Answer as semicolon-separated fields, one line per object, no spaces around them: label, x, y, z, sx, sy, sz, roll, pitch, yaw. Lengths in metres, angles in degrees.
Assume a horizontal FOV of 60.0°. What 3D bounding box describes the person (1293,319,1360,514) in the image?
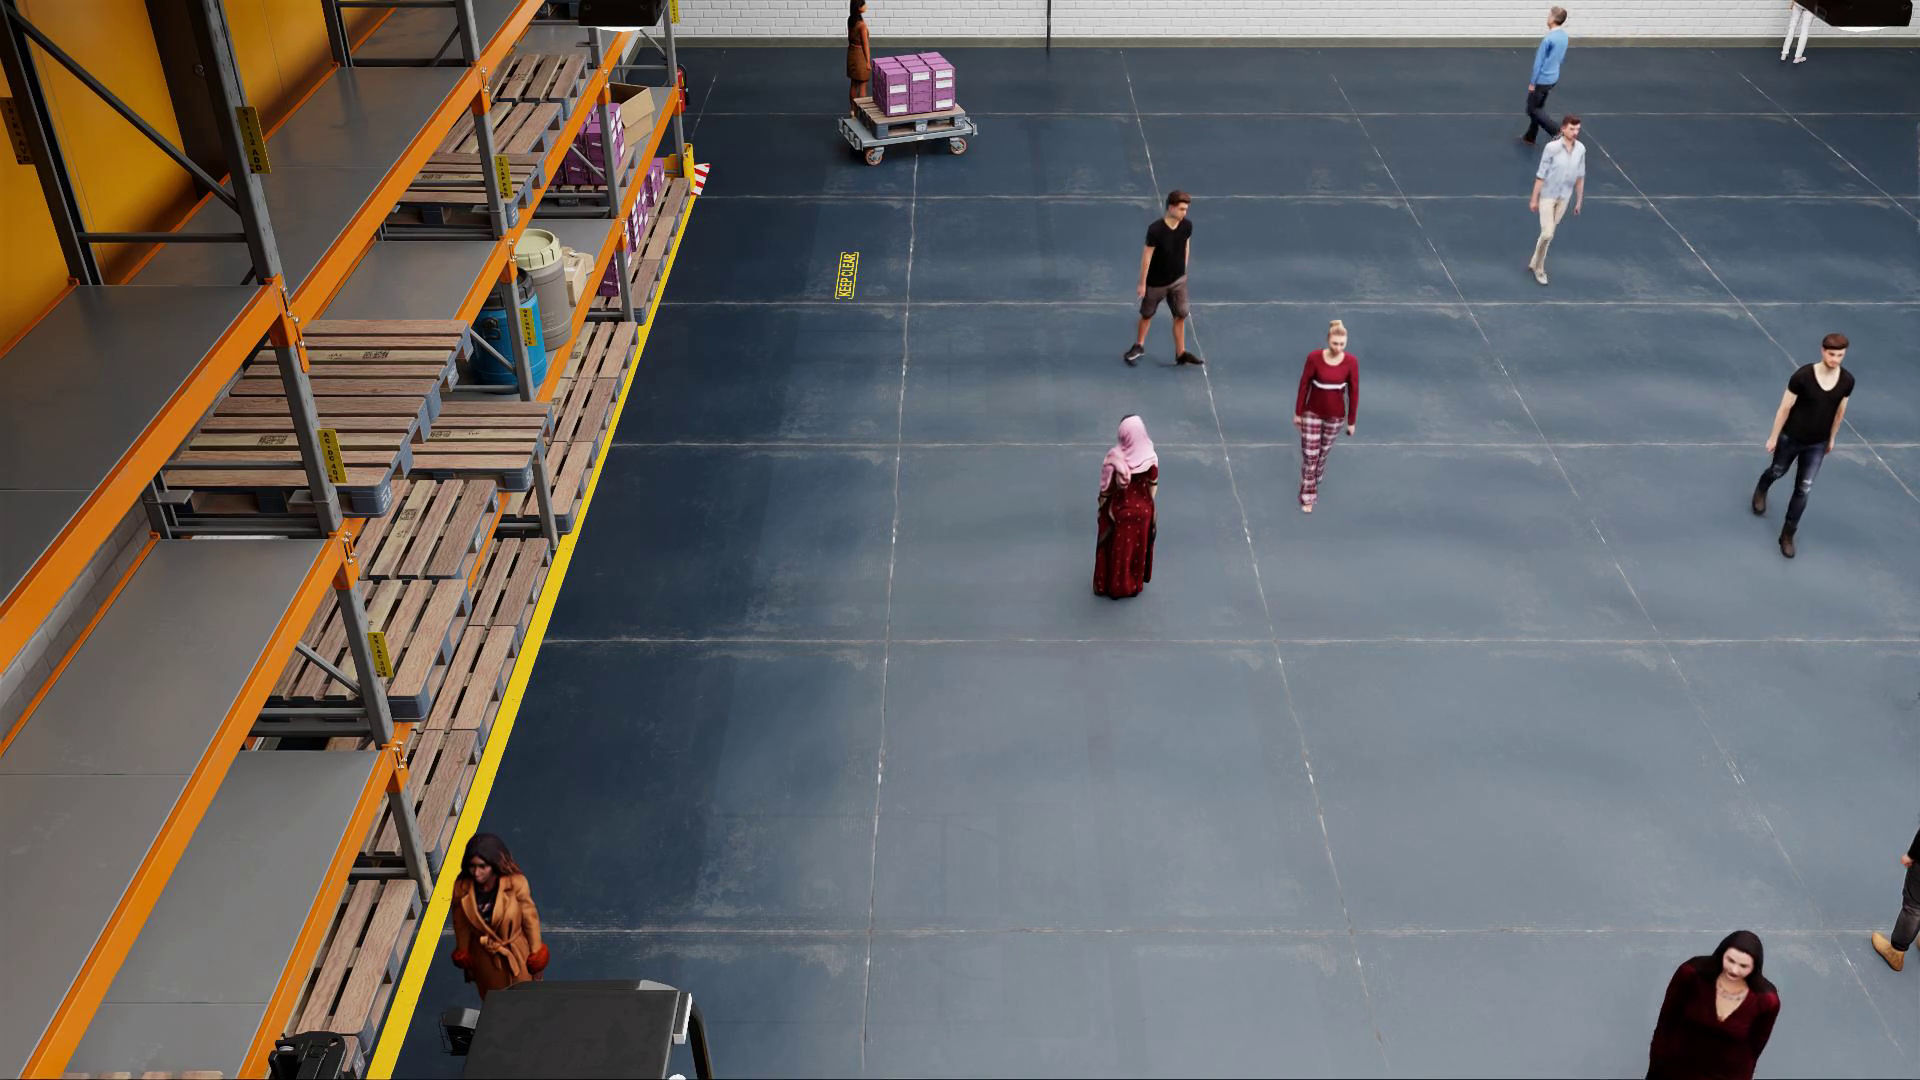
person;3.099;-1.119;14.208;0.656;1.680;0.874;1;34;1

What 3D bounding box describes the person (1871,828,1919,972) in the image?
person;5.795;1.843;9.715;0.667;1.722;0.567;4;34;6

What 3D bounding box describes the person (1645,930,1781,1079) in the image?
person;3.839;2.596;8.568;0.949;1.738;1.101;17;37;24

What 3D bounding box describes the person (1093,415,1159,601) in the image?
person;1.301;-0.257;12.950;0.703;1.639;0.664;-6;34;-9

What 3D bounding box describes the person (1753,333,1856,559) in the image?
person;6.914;-0.881;13.683;0.871;1.867;1.272;7;34;11

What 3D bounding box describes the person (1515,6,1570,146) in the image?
person;7.538;-5.876;21.258;1.003;1.799;1.078;-26;42;-34

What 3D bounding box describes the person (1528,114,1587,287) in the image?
person;6.402;-3.743;18.018;0.752;1.834;0.821;-7;34;-10

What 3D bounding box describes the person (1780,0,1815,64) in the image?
person;12.394;-7.869;24.372;0.682;1.670;0.739;28;43;35

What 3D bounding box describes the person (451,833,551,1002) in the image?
person;-2.490;2.279;9.060;0.671;1.720;0.574;-1;34;-1

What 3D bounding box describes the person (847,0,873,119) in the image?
person;-1.345;-6.381;22.118;0.707;1.688;0.613;-20;39;-28

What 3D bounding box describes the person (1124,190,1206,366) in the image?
person;1.962;-2.578;16.263;0.994;1.835;1.022;-9;35;-14
